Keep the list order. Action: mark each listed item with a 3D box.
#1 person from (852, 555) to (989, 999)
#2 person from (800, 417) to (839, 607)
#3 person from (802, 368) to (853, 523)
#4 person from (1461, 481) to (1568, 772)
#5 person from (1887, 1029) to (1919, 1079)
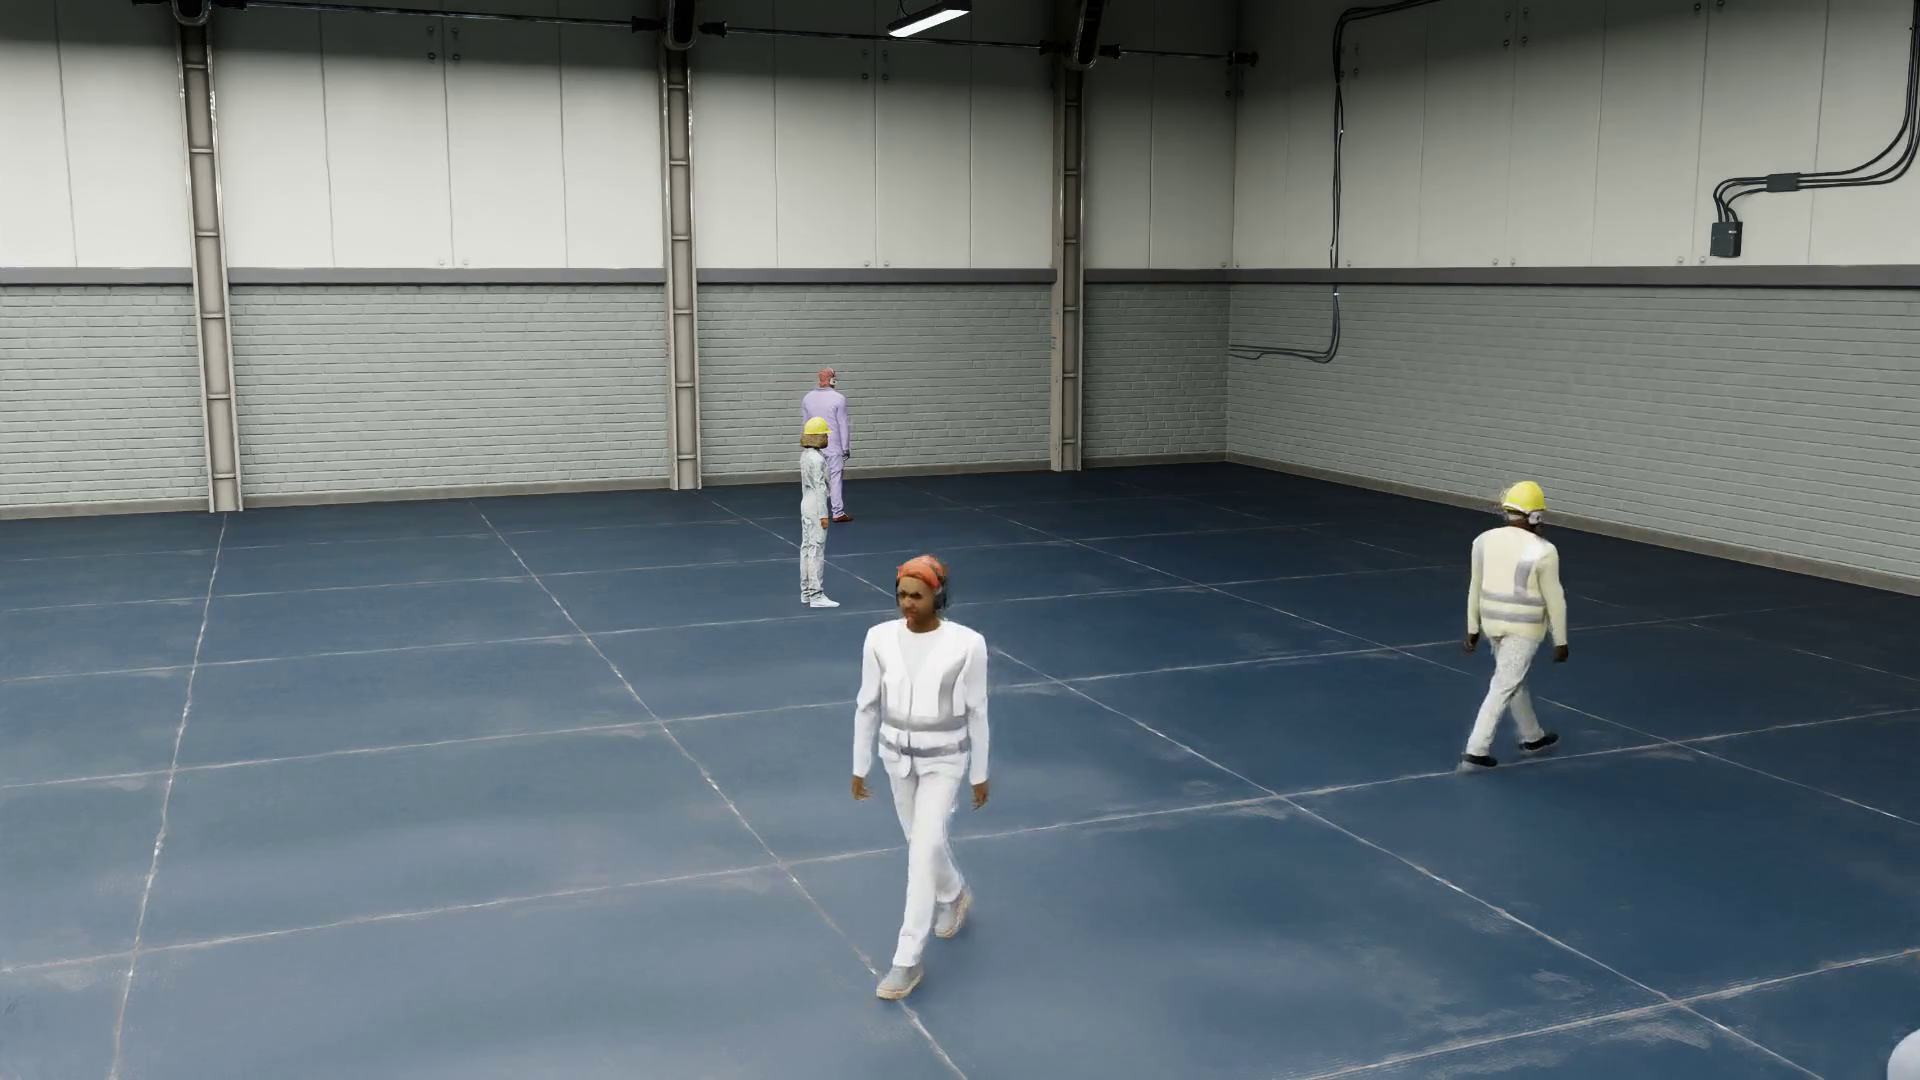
[{"bbox_3d":[-0.155,0.963,7.308,0.591,1.843,0.976,4,10,24],"label":"person"},{"bbox_3d":[-1.310,-0.258,15.266,0.294,1.744,0.486,-4,10,-22],"label":"person"},{"bbox_3d":[-1.614,-1.164,20.456,0.642,1.906,0.410,5,10,28],"label":"person"},{"bbox_3d":[3.438,0.526,10.244,0.953,1.784,0.605,-5,11,-31],"label":"person"},{"bbox_3d":[2.308,1.625,3.798,0.514,1.621,0.435,-1,9,-6],"label":"person"}]
